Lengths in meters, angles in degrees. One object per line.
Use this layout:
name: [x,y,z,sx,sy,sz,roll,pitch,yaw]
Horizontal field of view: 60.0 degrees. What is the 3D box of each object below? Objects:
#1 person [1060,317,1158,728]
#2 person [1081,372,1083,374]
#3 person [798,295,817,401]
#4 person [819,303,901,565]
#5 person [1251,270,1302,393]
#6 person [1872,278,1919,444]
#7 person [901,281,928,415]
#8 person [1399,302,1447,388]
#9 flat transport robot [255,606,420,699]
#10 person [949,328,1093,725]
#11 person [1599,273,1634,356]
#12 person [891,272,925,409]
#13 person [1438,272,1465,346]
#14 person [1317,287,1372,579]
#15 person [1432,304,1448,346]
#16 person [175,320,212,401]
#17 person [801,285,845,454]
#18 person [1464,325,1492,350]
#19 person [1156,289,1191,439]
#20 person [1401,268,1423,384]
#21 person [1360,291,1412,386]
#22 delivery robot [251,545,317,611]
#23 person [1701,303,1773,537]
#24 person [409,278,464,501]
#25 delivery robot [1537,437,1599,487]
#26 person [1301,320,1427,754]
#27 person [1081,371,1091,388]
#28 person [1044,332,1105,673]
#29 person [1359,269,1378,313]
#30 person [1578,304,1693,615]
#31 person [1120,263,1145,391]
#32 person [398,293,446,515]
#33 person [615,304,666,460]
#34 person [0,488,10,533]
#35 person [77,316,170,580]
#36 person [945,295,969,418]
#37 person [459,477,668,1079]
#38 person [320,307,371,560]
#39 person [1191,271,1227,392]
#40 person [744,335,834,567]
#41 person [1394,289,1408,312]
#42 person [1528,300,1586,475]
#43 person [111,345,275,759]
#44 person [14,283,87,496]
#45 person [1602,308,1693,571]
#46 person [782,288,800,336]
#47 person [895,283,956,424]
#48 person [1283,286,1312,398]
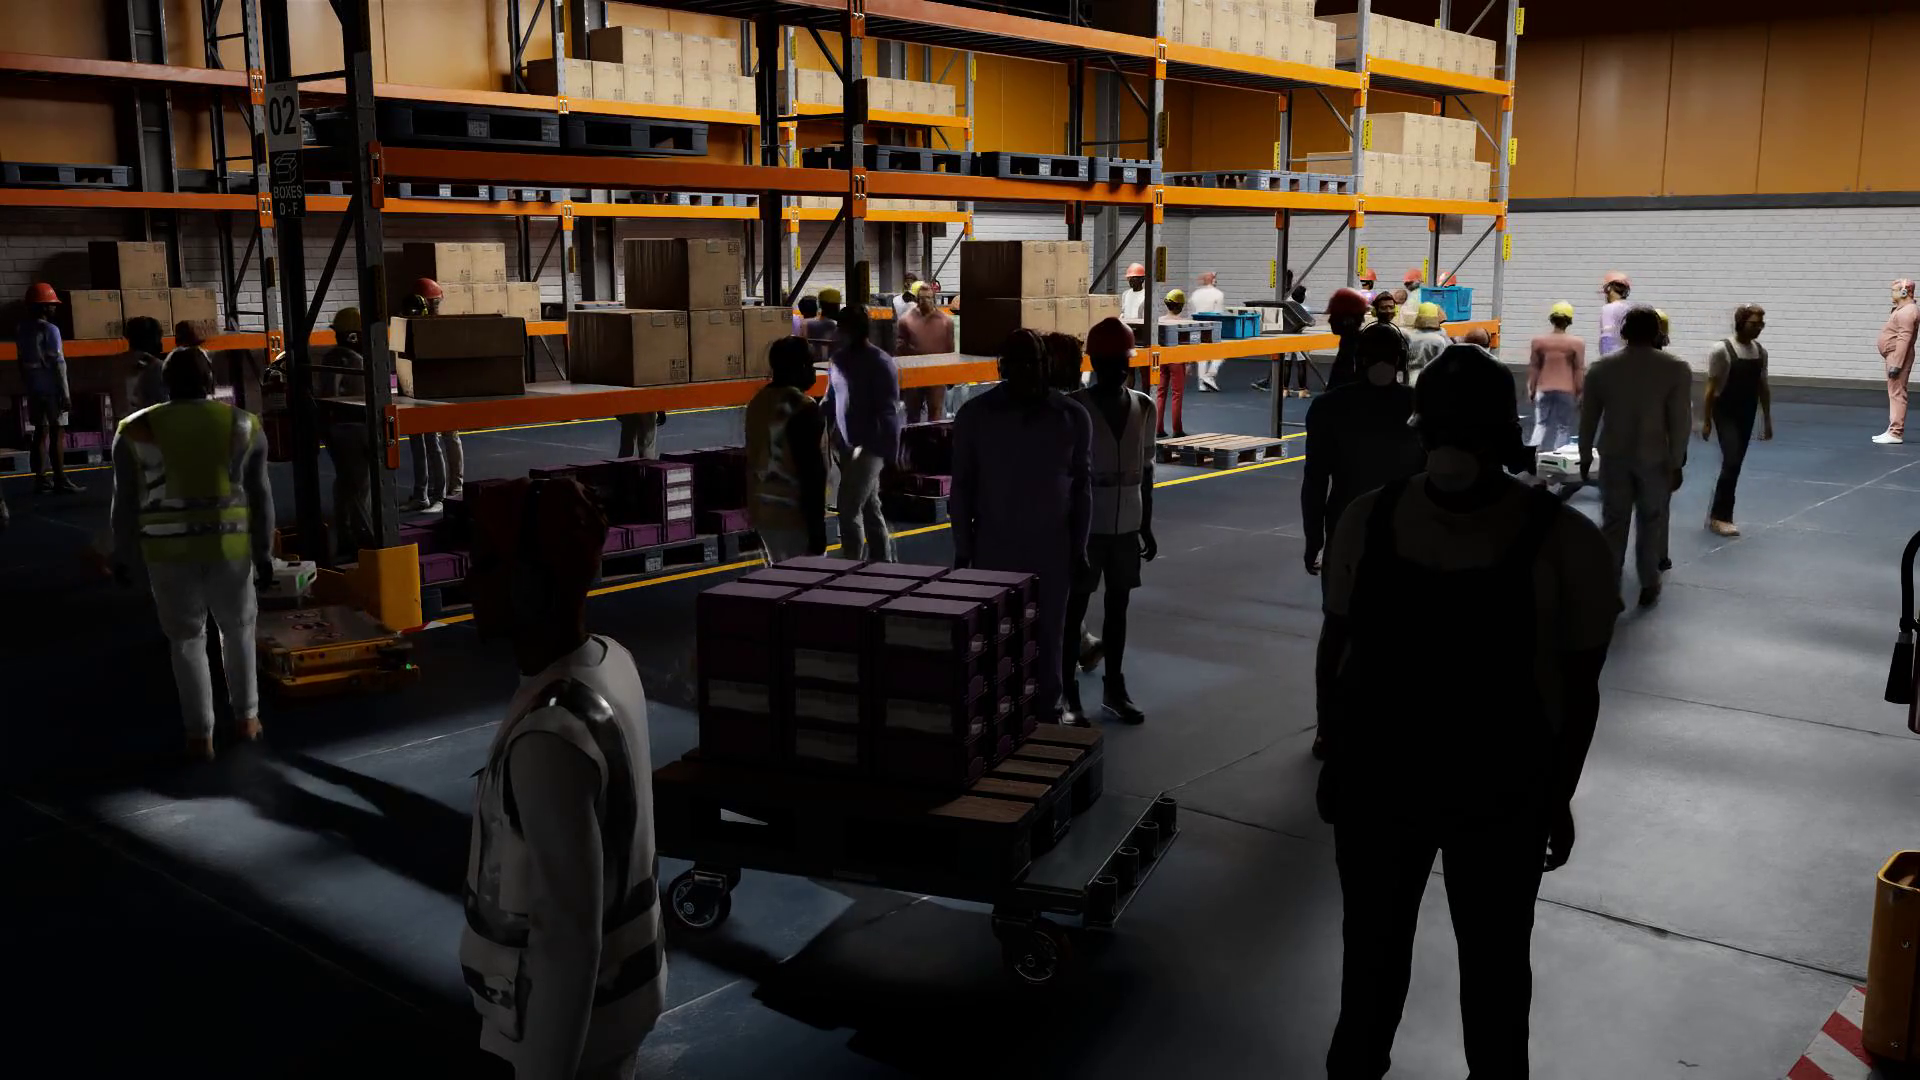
person: [0.694,-0.079,7.847,0.547,1.939,0.376,-4,11,-21]
person: [2.135,-3.871,29.936,0.313,1.767,0.523,2,10,10]
person: [-1.799,-2.054,19.781,0.318,1.697,0.535,-7,12,-34]
person: [-0.726,-0.537,10.554,0.818,1.909,0.635,-6,12,-32]
person: [5.027,-3.234,25.874,0.942,1.909,0.606,-5,11,-26]
person: [10.831,-2.063,19.238,0.410,1.909,0.643,6,11,29]
person: [-0.512,-2.591,22.516,0.586,1.805,0.618,-4,11,-24]
person: [4.724,-1.545,16.835,0.890,1.696,0.508,-10,14,-44]
flat transport robot: [-3.438,0.565,8.924,0.652,0.197,1.431,-7,12,-33]
person: [0.276,0.025,7.350,0.643,1.909,0.409,-1,10,-7]
person: [7.021,-1.875,17.980,0.379,1.991,0.843,8,13,39]
person: [-0.675,-2.786,23.324,0.596,1.916,0.372,2,10,14]
person: [6.657,-2.697,22.787,0.543,1.932,0.384,8,13,39]
person: [2.625,-0.716,11.318,0.401,1.990,0.622,3,10,16]
person: [5.326,-1.841,18.750,0.275,1.631,0.507,-1,10,-5]
person: [-6.891,-1.202,15.186,0.698,1.613,0.507,-2,10,-10]
person: [-1.230,-1.548,16.359,0.958,1.876,0.619,-9,13,-41]
person: [4.209,-0.949,13.694,0.533,1.622,0.628,6,12,32]
person: [2.532,-2.086,19.765,0.534,1.767,0.319,9,14,42]
person: [6.830,-3.063,24.762,0.858,1.974,0.625,2,10,11]
person: [3.740,-1.268,14.802,0.532,1.874,0.316,3,10,17]
delivery robot: [-4.119,0.250,9.646,0.707,0.478,0.477,-1,10,-8]
person: [6.123,-0.930,13.006,0.524,1.821,0.650,-3,10,-16]
person: [-4.652,-1.309,14.698,0.619,1.990,0.395,4,11,23]
delivery robot: [5.542,-0.689,14.979,0.707,0.478,0.477,-5,11,-30]
person: [1.832,0.000,7.399,0.632,1.940,0.372,1,10,5]
person: [1.828,-2.958,25.134,0.528,1.620,0.463,2,10,11]
person: [0.493,-0.133,8.455,1.027,1.823,0.566,-8,13,-38]
person: [6.206,-3.175,25.477,0.362,1.939,0.542,-7,12,-34]
person: [4.206,-0.512,10.401,0.654,1.901,0.837,6,11,29]
person: [2.429,-2.794,23.005,0.378,2.045,0.605,-9,13,-42]
person: [-4.595,-1.151,14.148,0.514,1.873,0.328,7,12,33]
person: [-2.734,-1.189,14.208,0.593,1.922,0.384,7,12,34]
person: [-5.297,-0.167,8.659,0.629,1.825,0.715,-8,13,-38]
person: [-5.629,-0.622,11.366,0.859,1.802,0.607,-9,14,-43]
person: [-0.014,-2.420,22.041,0.507,1.632,0.270,5,11,24]
person: [-0.685,0.824,2.867,0.355,1.883,0.575,-1,10,-7]
person: [-4.409,-0.776,12.121,0.404,1.829,0.600,-9,14,-42]
person: [3.916,-3.249,25.995,0.433,1.893,0.657,-8,13,-39]
person: [-0.916,-0.106,8.328,0.583,1.823,0.632,-6,11,-30]
person: [6.954,-3.165,26.355,0.521,1.614,0.682,4,11,24]
person: [5.771,-1.443,16.144,0.530,1.754,0.494,7,12,36]
person: [-3.433,0.047,7.456,0.649,1.823,0.621,-6,12,-30]
person: [-8.331,-1.372,15.210,0.552,1.937,0.356,5,11,26]
person: [4.813,-0.699,11.668,0.591,1.837,0.403,6,11,30]
person: [-1.889,-1.765,17.712,0.379,1.842,0.570,5,11,26]
person: [-0.372,-1.835,18.011,0.663,1.883,0.824,0,10,-2]
person: [5.059,-2.977,25.038,0.536,1.695,0.322,7,12,36]
